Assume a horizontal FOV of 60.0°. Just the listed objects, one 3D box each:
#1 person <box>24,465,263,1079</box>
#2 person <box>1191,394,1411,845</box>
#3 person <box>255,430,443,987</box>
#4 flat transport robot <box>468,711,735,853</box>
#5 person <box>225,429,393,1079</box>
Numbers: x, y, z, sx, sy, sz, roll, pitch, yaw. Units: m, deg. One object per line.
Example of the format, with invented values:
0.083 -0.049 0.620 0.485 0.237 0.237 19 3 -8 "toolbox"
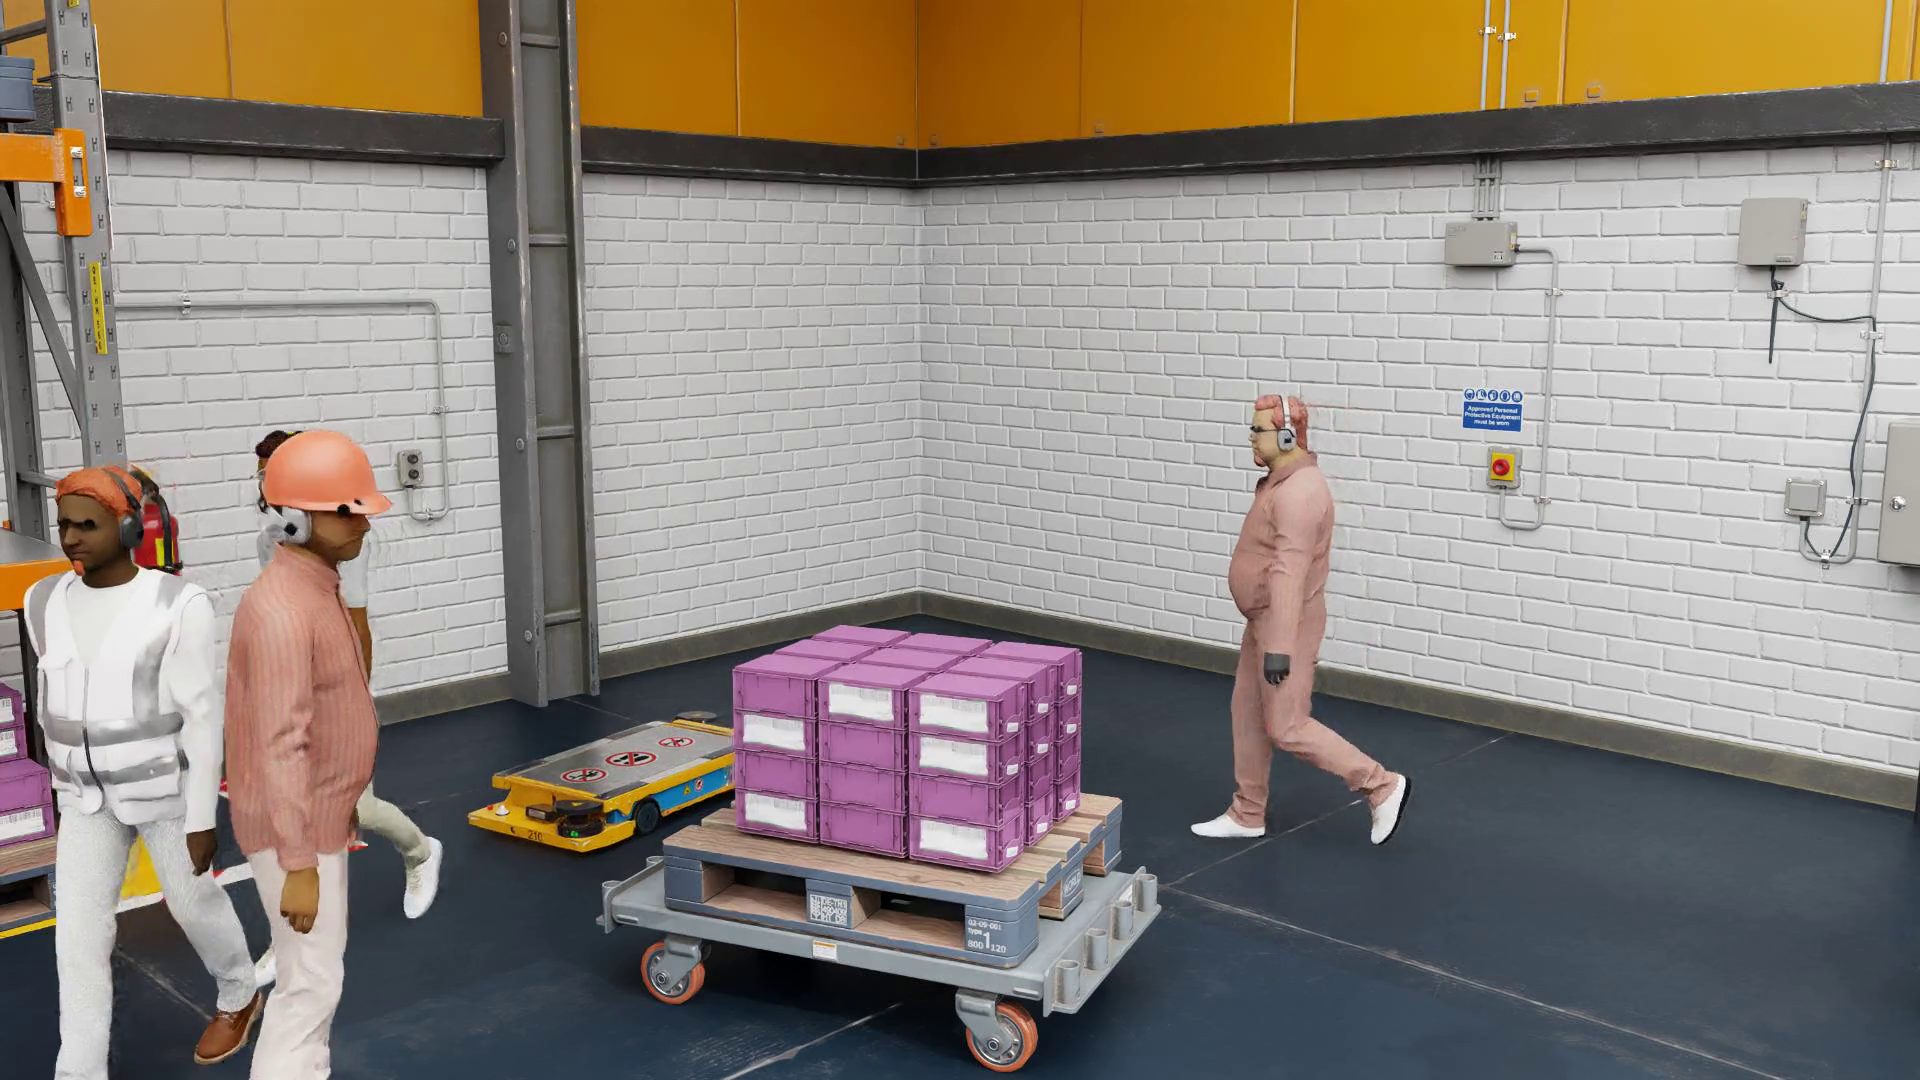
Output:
-2.286 0.701 4.640 0.585 1.843 0.977 1 9 7 "person"
1.386 0.347 6.712 0.776 1.881 0.641 1 9 5 "person"
-2.140 0.532 5.699 0.530 1.839 0.827 4 10 21 "person"
-1.402 1.038 7.360 0.652 0.197 1.431 6 11 31 "flat transport robot"
-1.624 0.708 4.191 0.466 1.984 0.694 -3 10 -16 "person"
